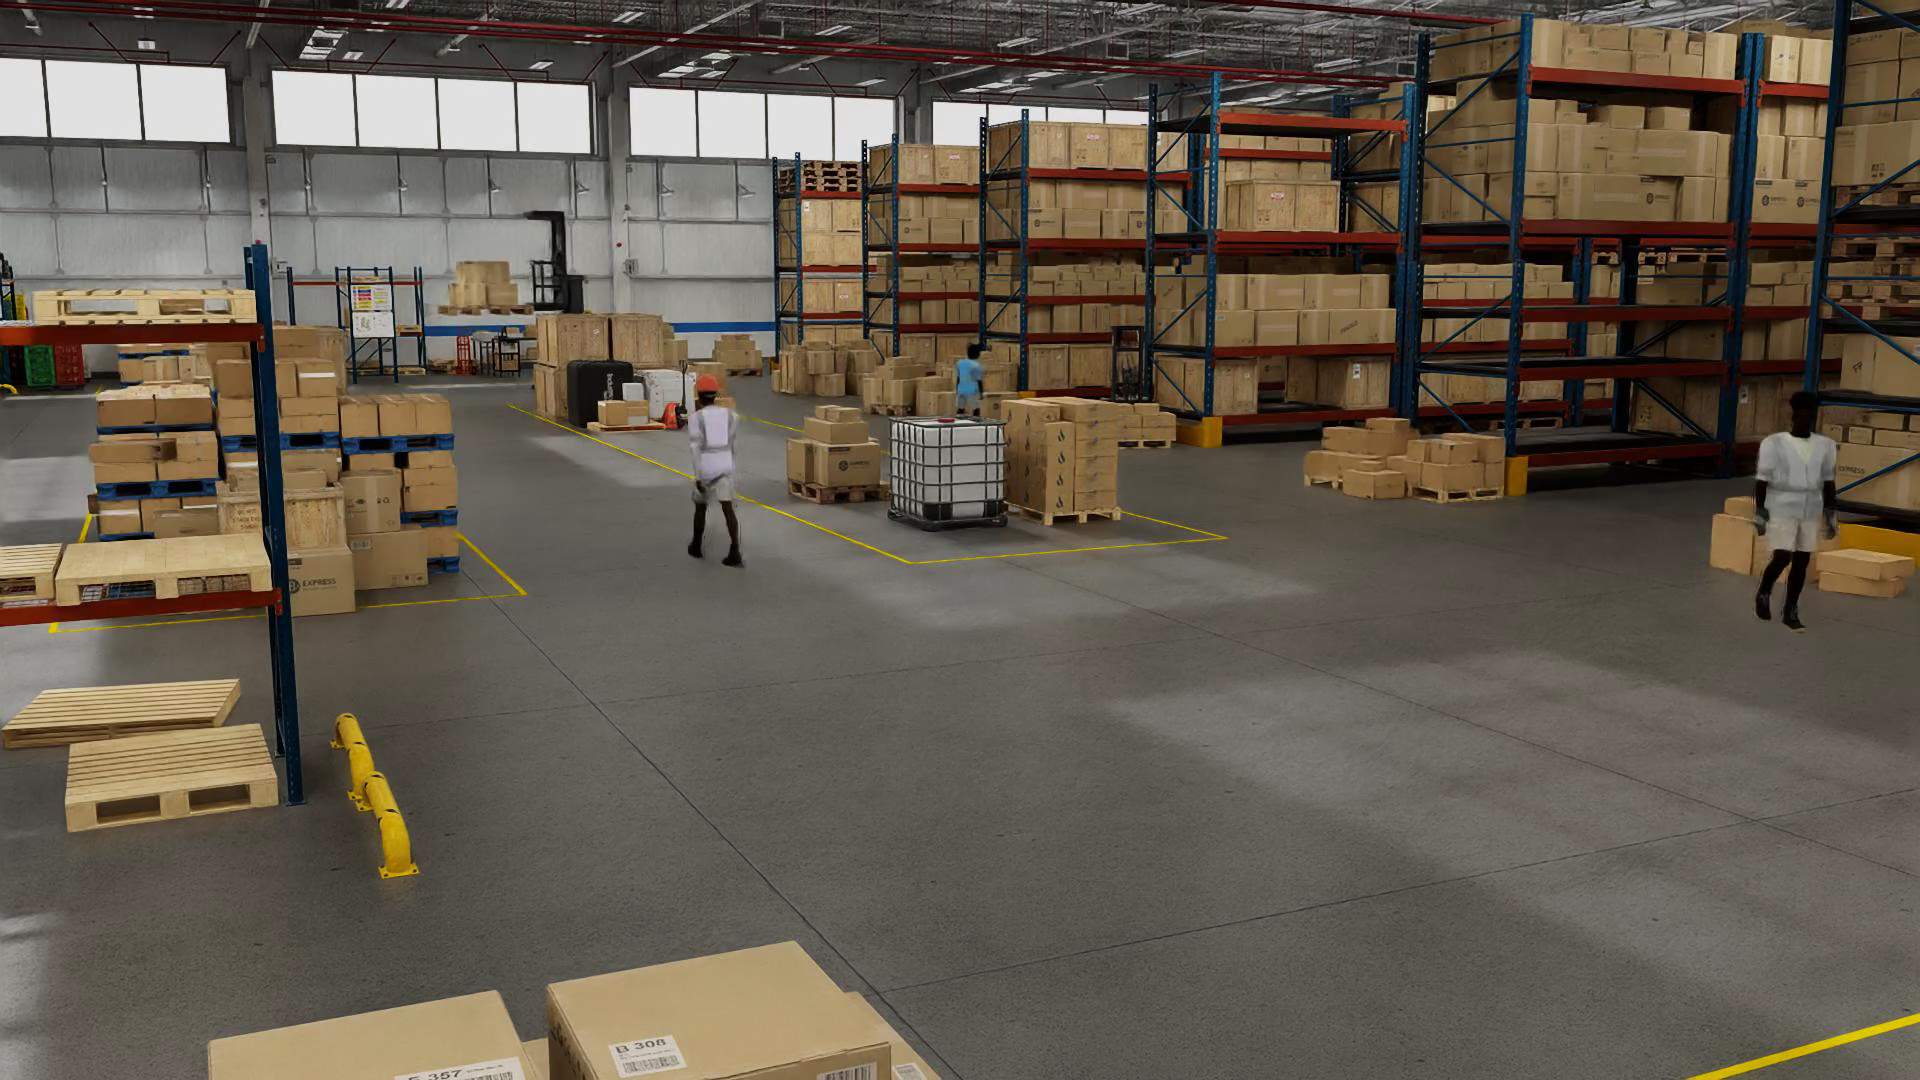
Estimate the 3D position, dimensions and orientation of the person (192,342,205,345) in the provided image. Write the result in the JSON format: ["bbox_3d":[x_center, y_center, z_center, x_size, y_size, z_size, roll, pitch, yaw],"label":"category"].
[{"bbox_3d":[-16.431,-3.869,36.155,0.703,1.885,0.460,4,10,22],"label":"person"}]

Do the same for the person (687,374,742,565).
[{"bbox_3d":[-2.446,-0.699,16.528,0.545,1.892,1.012,-6,11,-32],"label":"person"}]

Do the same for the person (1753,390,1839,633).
[{"bbox_3d":[6.721,-0.229,13.366,0.619,1.950,0.418,0,9,-1],"label":"person"}]

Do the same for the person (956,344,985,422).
[{"bbox_3d":[0.147,-2.518,28.463,0.592,1.662,0.327,9,13,44],"label":"person"}]

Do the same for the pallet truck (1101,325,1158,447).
[{"bbox_3d":[2.881,-2.596,27.923,0.823,1.965,1.885,-1,9,-7],"label":"pallet truck"}]

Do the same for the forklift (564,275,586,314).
[{"bbox_3d":[-9.290,-5.013,40.187,1.873,2.768,1.129,-4,10,-25],"label":"forklift"}]
